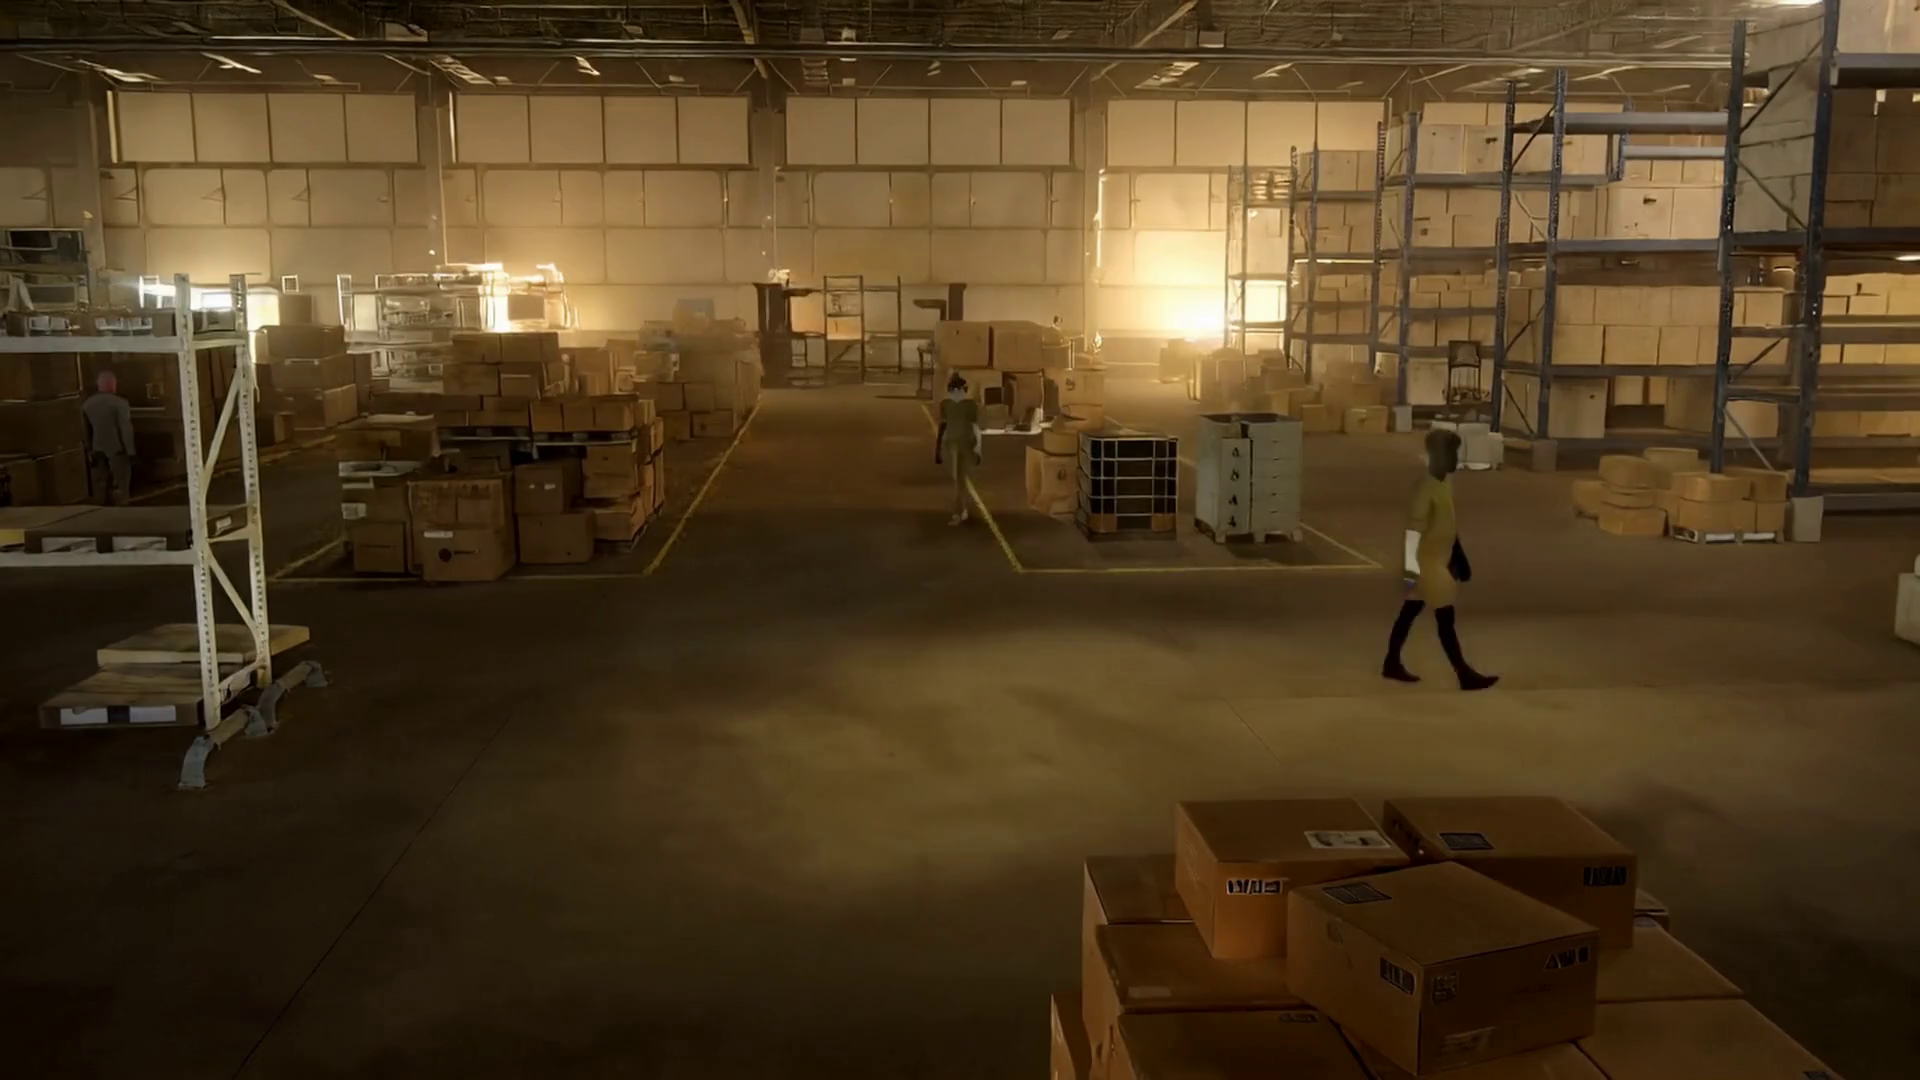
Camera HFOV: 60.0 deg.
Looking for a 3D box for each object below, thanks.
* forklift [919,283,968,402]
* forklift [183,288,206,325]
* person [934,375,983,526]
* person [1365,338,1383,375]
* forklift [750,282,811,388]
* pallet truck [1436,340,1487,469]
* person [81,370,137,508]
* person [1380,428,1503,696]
[{"bbox_3d":[-0.075,-4.714,39.627,1.873,2.768,1.129,-1,9,-4],"label":"forklift"},{"bbox_3d":[-17.308,-4.409,37.718,1.873,2.768,1.129,-5,10,-30],"label":"forklift"},{"bbox_3d":[-0.028,-1.097,20.246,0.542,1.818,0.974,3,10,20],"label":"person"},{"bbox_3d":[9.312,-3.744,37.420,0.315,1.641,0.514,-6,11,-34],"label":"person"},{"bbox_3d":[-5.115,-5.539,44.809,1.873,2.768,1.129,3,10,21],"label":"forklift"},{"bbox_3d":[8.004,-2.170,26.422,0.823,1.965,1.885,2,9,14],"label":"pallet truck"},{"bbox_3d":[-9.821,-1.001,19.267,0.629,1.940,0.373,2,9,13],"label":"person"},{"bbox_3d":[3.520,0.153,12.041,0.964,1.916,0.626,5,10,27],"label":"person"}]
